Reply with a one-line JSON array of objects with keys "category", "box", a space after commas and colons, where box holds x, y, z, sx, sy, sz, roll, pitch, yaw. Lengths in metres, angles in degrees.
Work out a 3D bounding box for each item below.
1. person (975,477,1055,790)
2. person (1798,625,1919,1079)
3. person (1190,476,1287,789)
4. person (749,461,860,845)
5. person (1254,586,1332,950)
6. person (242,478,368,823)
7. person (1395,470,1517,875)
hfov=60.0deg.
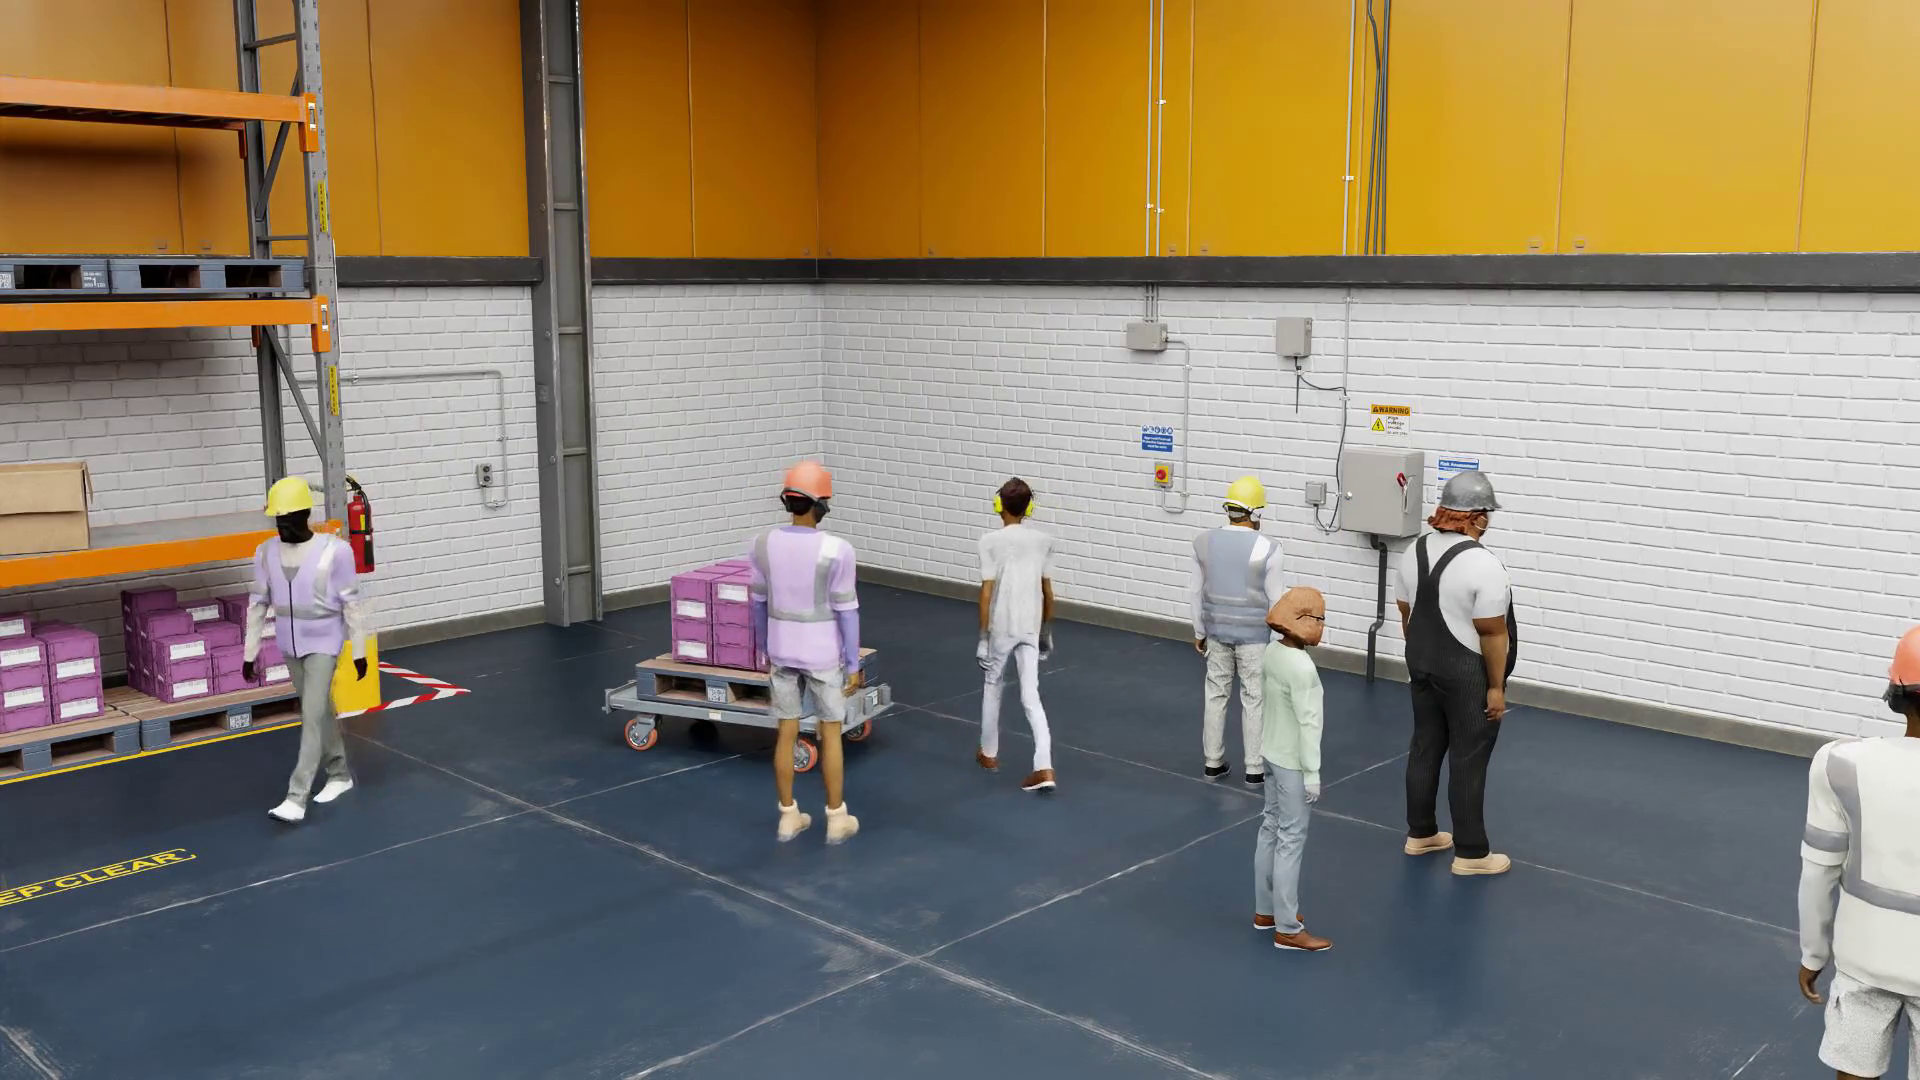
[{"category": "person", "box": [0.339, 0.550, 9.792, 0.536, 1.815, 0.919, -3, 10, -20]}, {"category": "person", "box": [2.770, 1.234, 4.837, 0.615, 2.047, 0.357, 8, 12, 41]}, {"category": "person", "box": [1.648, 0.537, 9.771, 0.601, 1.830, 0.404, 6, 11, 34]}, {"category": "person", "box": [-0.797, 0.597, 8.776, 0.612, 2.041, 0.408, 3, 10, 19]}, {"category": "person", "box": [1.494, 1.011, 7.474, 0.286, 1.633, 0.498, -2, 9, -10]}, {"category": "person", "box": [-3.675, 0.606, 9.166, 0.620, 1.881, 0.935, 3, 10, 15]}, {"category": "person", "box": [2.551, 0.652, 8.429, 0.537, 2.000, 0.682, -5, 10, -26]}]
